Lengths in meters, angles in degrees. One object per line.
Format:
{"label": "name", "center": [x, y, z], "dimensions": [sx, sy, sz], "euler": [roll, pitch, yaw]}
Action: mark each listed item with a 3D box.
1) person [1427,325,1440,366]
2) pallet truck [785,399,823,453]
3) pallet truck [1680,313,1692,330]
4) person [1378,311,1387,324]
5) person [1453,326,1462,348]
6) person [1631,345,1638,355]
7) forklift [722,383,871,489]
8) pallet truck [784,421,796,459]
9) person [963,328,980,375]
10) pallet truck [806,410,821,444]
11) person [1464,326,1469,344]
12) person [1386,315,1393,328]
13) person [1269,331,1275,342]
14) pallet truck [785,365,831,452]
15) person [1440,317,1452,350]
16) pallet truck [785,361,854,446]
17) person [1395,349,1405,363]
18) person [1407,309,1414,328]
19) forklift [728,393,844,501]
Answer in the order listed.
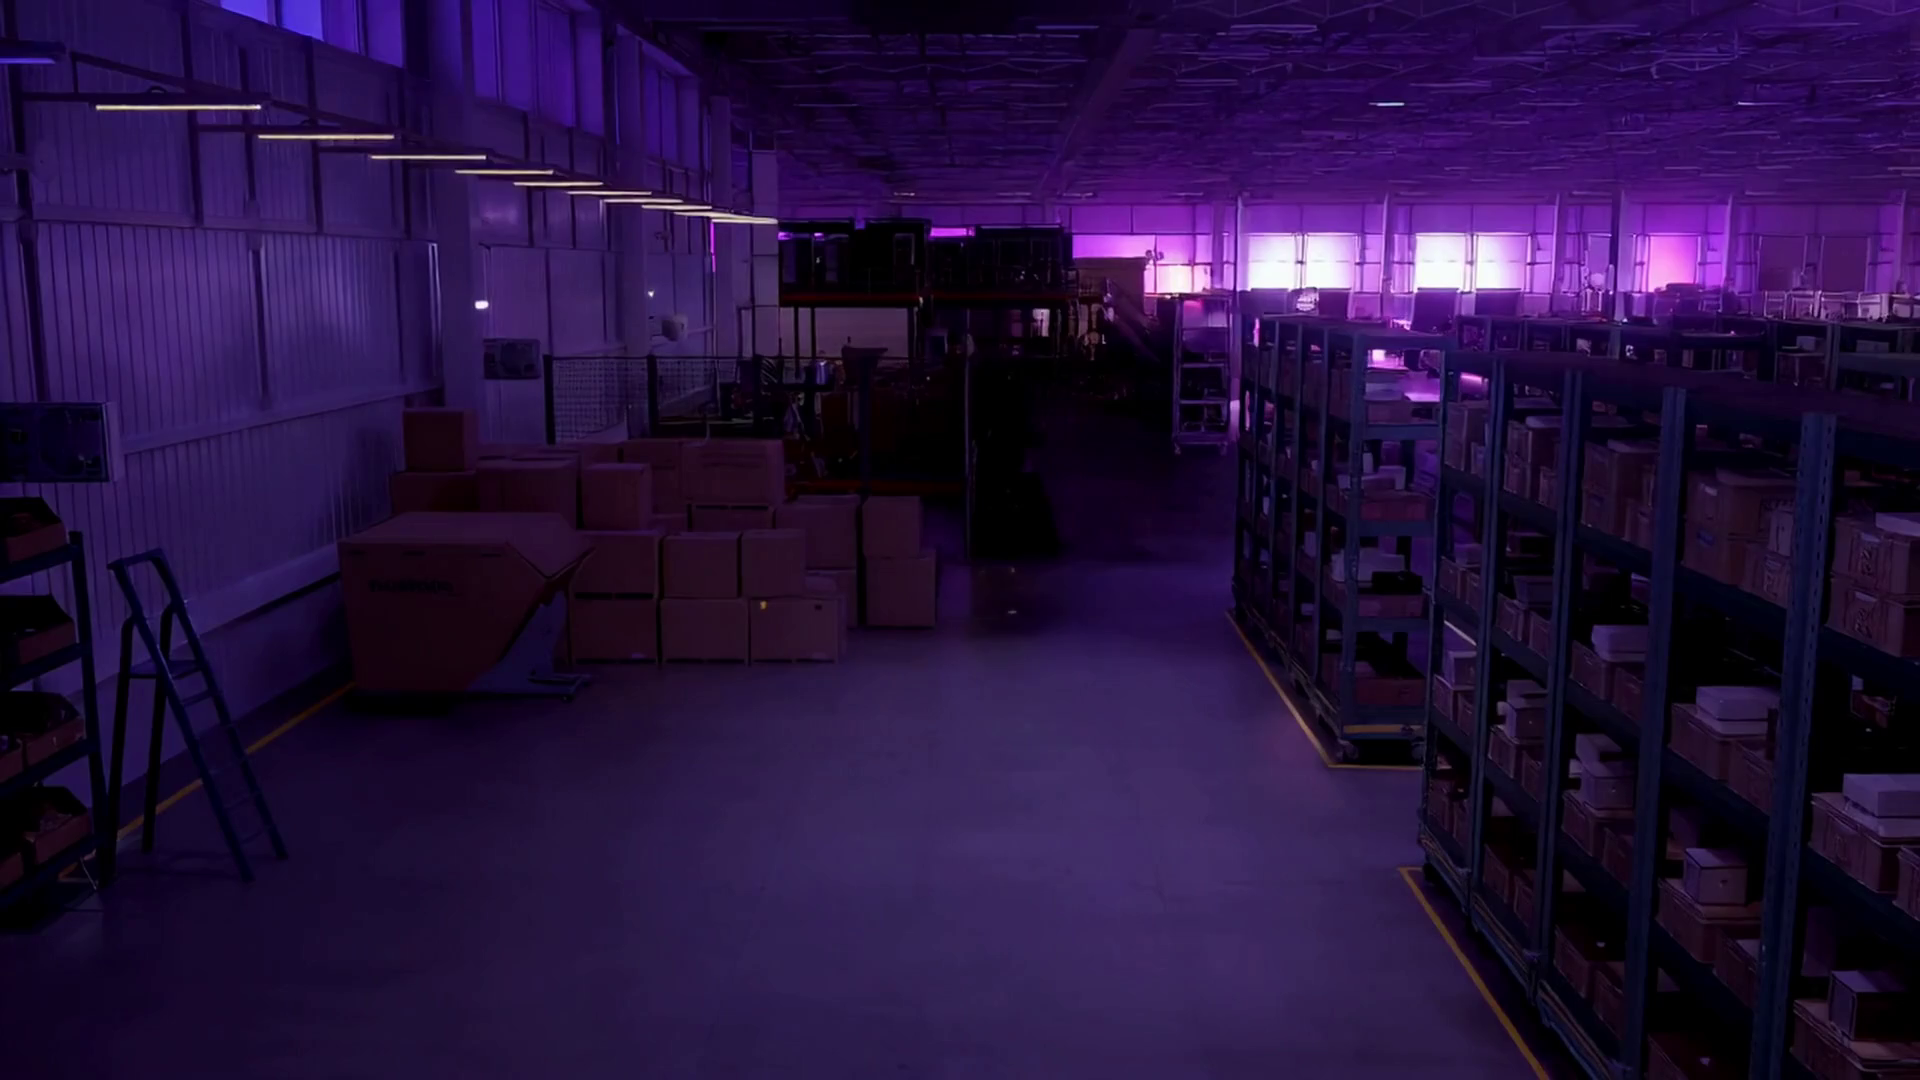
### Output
{"label": "person", "center": [18.019, -7.168, 63.463], "dimensions": [0.831, 2.016, 0.612], "euler": [-4, 10, -26]}
{"label": "pallet truck", "center": [-3.814, -2.432, 36.419], "dimensions": [1.630, 1.274, 0.653], "euler": [0, 9, 1]}
{"label": "pallet truck", "center": [36.315, -10.531, 84.244], "dimensions": [0.823, 1.965, 1.885], "euler": [-6, 11, -33]}
{"label": "person", "center": [22.579, -11.274, 89.007], "dimensions": [0.630, 1.935, 0.509], "euler": [-8, 12, -39]}
{"label": "person", "center": [20.901, -8.128, 69.871], "dimensions": [0.550, 1.851, 0.431], "euler": [6, 11, 34]}
{"label": "person", "center": [24.270, -6.519, 59.356], "dimensions": [0.684, 2.000, 0.535], "euler": [1, 9, 3]}
{"label": "forklift", "center": [-2.893, -1.687, 28.729], "dimensions": [2.680, 1.987, 1.157], "euler": [0, 9, -1]}
{"label": "pallet truck", "center": [-4.013, -1.793, 32.705], "dimensions": [1.601, 1.201, 0.680], "euler": [0, 9, 1]}
{"label": "person", "center": [0.437, -7.398, 65.324], "dimensions": [0.618, 1.866, 0.582], "euler": [2, 9, 12]}
{"label": "pallet truck", "center": [-3.559, -2.018, 33.905], "dimensions": [1.522, 1.261, 0.704], "euler": [0, 9, -1]}
{"label": "person", "center": [22.935, -9.092, 75.909], "dimensions": [0.761, 1.825, 0.619], "euler": [-7, 12, -39]}
{"label": "person", "center": [21.218, -10.239, 82.720], "dimensions": [0.874, 1.904, 0.653], "euler": [1, 9, 7]}
{"label": "person", "center": [13.871, -8.620, 73.156], "dimensions": [0.938, 1.785, 0.691], "euler": [-2, 9, -14]}
{"label": "pallet truck", "center": [-3.774, -2.976, 37.635], "dimensions": [1.885, 1.965, 0.823], "euler": [1, 9, 5]}
{"label": "person", "center": [23.631, -9.886, 80.632], "dimensions": [0.998, 1.876, 0.590], "euler": [3, 10, 16]}
{"label": "pallet truck", "center": [-3.410, -3.193, 38.978], "dimensions": [1.885, 1.965, 0.823], "euler": [0, 9, -1]}
{"label": "person", "center": [13.634, -5.074, 51.332], "dimensions": [0.532, 1.758, 0.346], "euler": [-4, 10, -21]}
{"label": "person", "center": [25.640, -12.209, 94.838], "dimensions": [0.394, 1.921, 0.584], "euler": [8, 12, 39]}
{"label": "forklift", "center": [-2.979, -1.316, 26.476], "dimensions": [2.680, 1.987, 1.157], "euler": [0, 9, 1]}
